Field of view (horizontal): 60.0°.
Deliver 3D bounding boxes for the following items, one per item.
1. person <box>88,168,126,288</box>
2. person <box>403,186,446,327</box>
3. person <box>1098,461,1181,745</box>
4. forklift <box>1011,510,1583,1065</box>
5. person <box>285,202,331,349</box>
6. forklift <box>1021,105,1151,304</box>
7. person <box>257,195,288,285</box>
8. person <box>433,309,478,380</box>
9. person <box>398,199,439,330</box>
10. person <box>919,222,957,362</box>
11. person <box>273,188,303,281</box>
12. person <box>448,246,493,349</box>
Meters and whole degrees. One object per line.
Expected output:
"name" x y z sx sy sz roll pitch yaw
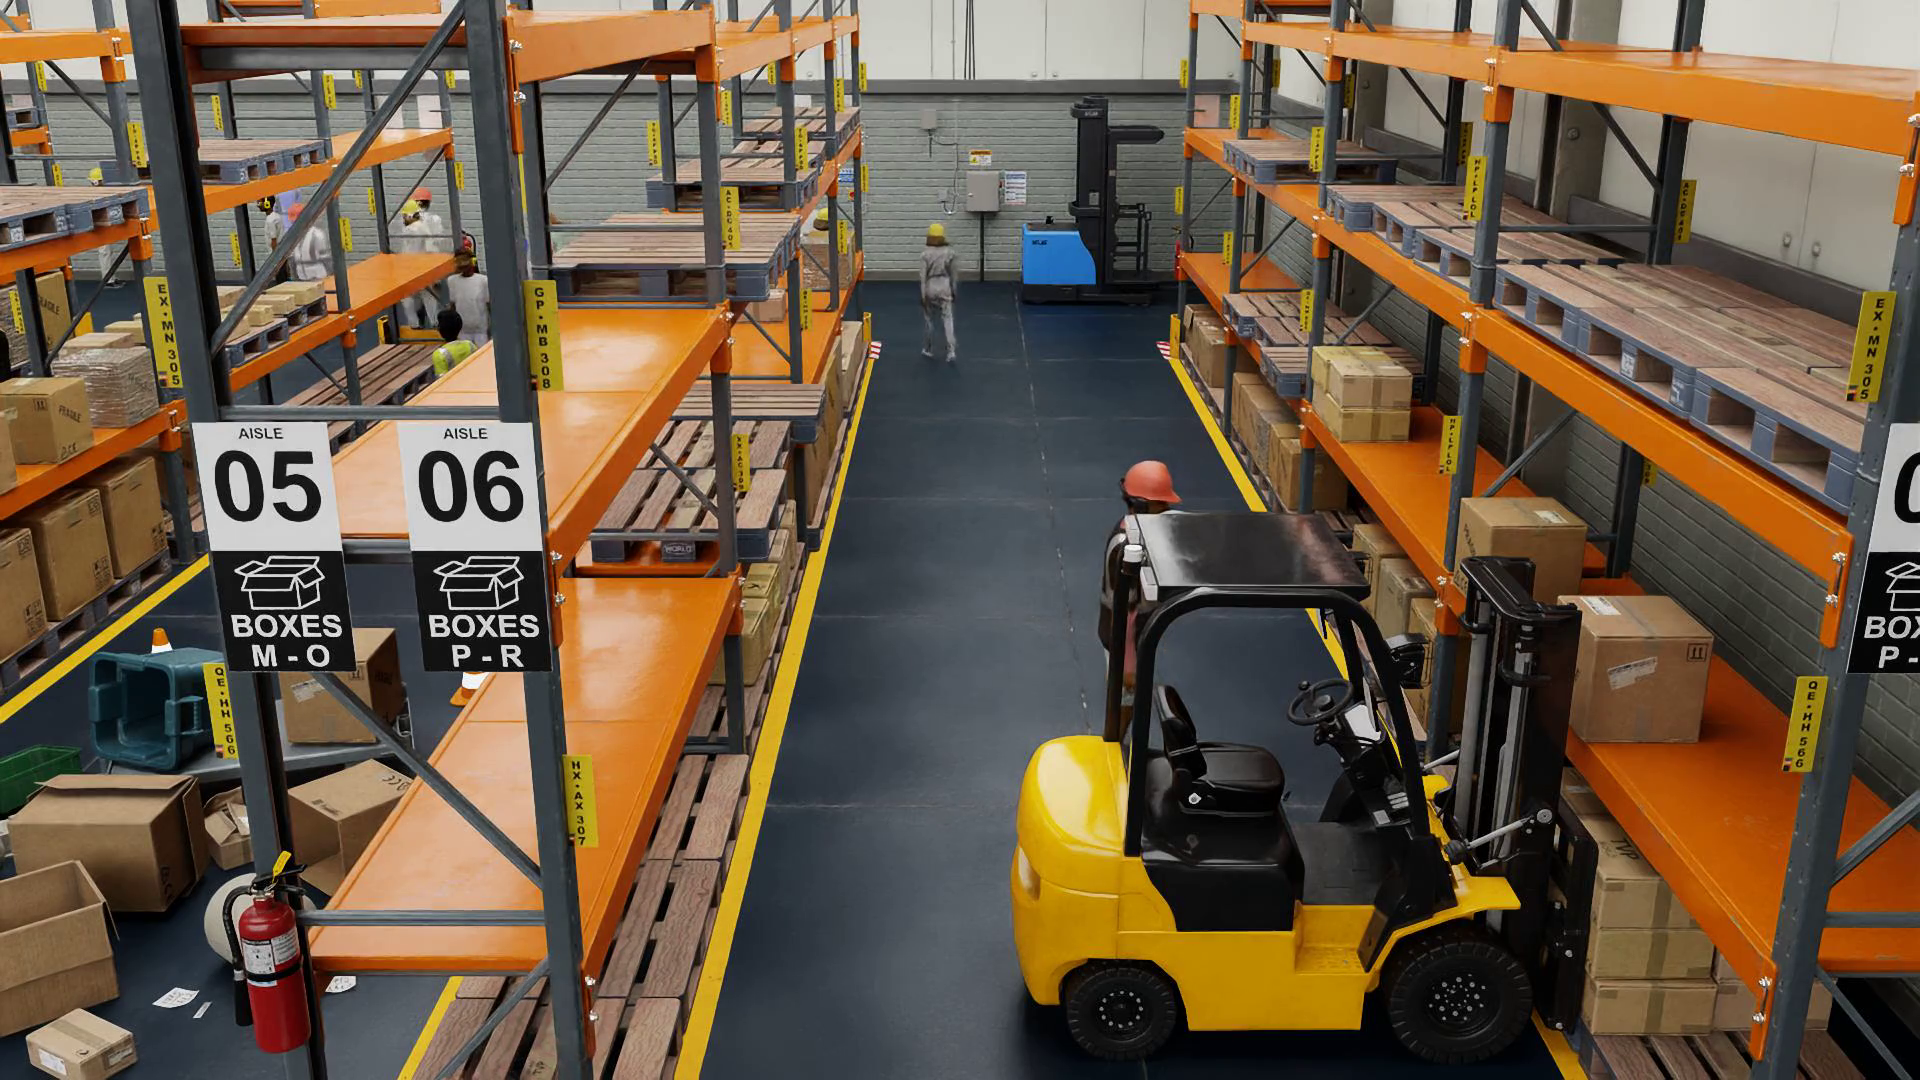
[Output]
"person" -13.208 -4.820 25.707 0.404 1.829 0.600 -6 19 -17
"person" -7.263 -3.813 22.550 0.551 1.914 0.735 4 19 11
"person" 0.975 0.545 9.183 0.427 2.033 0.637 4 19 12
"forklift" 1.387 1.055 7.378 2.313 2.155 1.214 0 18 0
"person" -8.334 -3.448 21.493 0.567 1.890 0.872 4 19 13
"forklift" 1.857 -4.944 24.441 1.873 2.768 1.129 0 18 0
"person" -9.279 -3.800 22.592 0.329 1.861 0.507 -5 19 -14
"person" -4.571 -1.251 15.131 0.318 1.696 0.532 7 20 21
"person" -7.251 -3.589 22.017 0.656 1.810 0.609 1 18 3
"person" -0.258 -3.074 20.620 0.494 1.705 0.874 -6 19 -17
"person" -10.325 -4.807 25.501 0.362 1.939 0.542 16 24 40
"person" -5.205 -2.211 17.767 0.529 1.866 0.312 1 18 4
